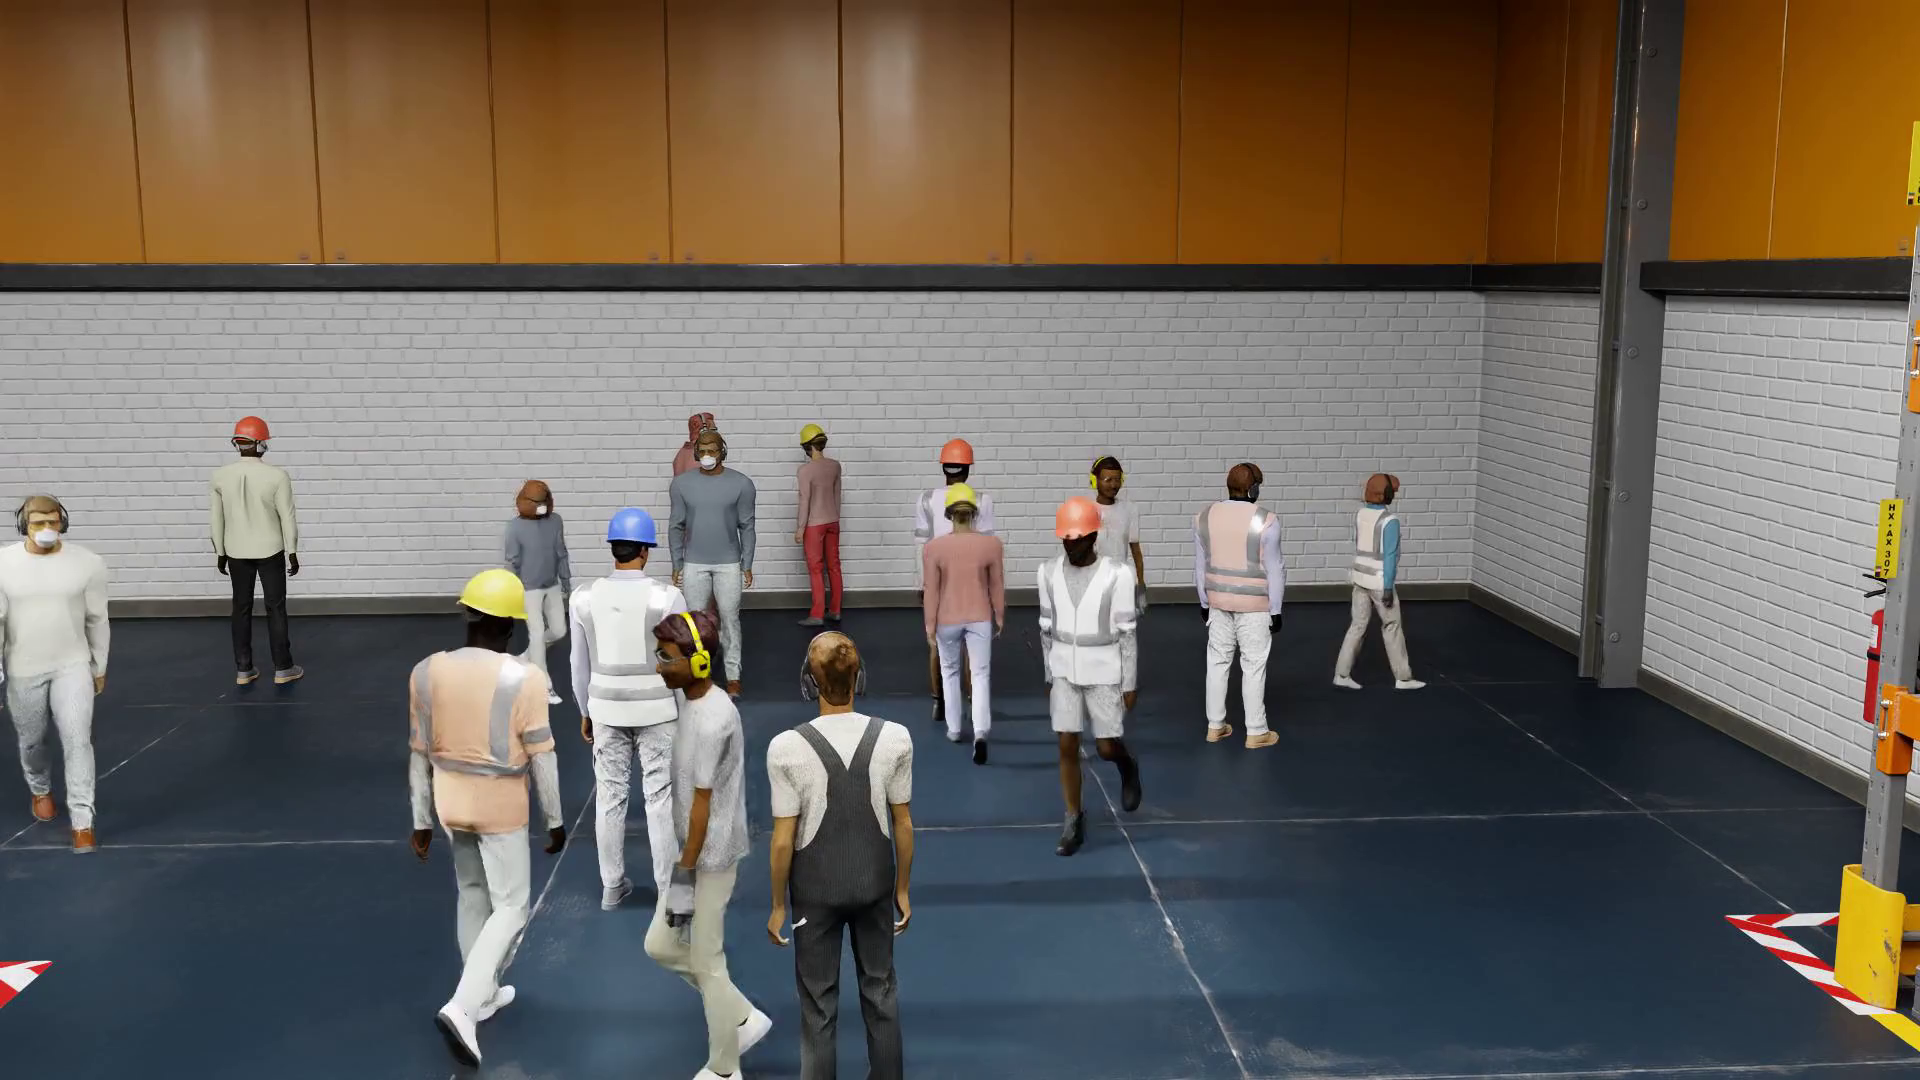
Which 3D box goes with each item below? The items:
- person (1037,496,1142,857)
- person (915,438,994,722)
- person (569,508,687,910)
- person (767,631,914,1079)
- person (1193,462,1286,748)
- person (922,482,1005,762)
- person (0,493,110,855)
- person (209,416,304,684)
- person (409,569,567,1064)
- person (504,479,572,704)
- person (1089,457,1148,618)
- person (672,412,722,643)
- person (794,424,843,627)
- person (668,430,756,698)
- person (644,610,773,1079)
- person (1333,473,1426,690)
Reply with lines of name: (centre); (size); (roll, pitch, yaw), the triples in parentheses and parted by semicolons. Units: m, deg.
person: (0.701, 0.686, 8.845); (0.548, 1.911, 0.740); (4, 10, 26)
person: (-0.025, 0.273, 11.333); (0.551, 1.932, 0.378); (2, 9, 11)
person: (-1.544, 0.815, 7.922); (0.602, 1.939, 0.399); (2, 9, 10)
person: (-0.408, 1.219, 5.684); (0.504, 1.843, 0.345); (-3, 9, -17)
person: (1.813, 0.418, 10.719); (0.625, 1.844, 0.429); (7, 11, 37)
person: (0.027, 0.506, 10.479); (0.535, 1.732, 0.828); (-1, 9, -4)
person: (-4.906, 0.673, 8.956); (0.632, 1.901, 0.980); (-5, 11, -30)
person: (-5.229, 0.076, 12.380); (0.619, 1.992, 0.396); (0, 9, -1)
person: (-1.893, 1.067, 6.478); (0.605, 1.895, 0.711); (3, 9, 18)
person: (-3.037, 0.352, 11.829); (0.499, 1.613, 0.543); (7, 11, 37)
person: (1.000, 0.336, 11.294); (0.550, 1.829, 0.891); (-2, 9, -14)
person: (-2.110, -0.102, 13.777); (0.410, 1.909, 0.642); (-6, 11, -34)
person: (-1.234, -0.126, 14.394); (0.332, 1.759, 0.523); (7, 11, 38)
person: (-1.774, 0.175, 11.937); (0.631, 1.940, 0.372); (0, 9, -2)
person: (-0.962, 1.160, 6.041); (0.401, 1.848, 0.501); (-3, 10, -20)
person: (3.047, 0.312, 12.105); (0.708, 1.608, 0.537); (-3, 10, -20)
